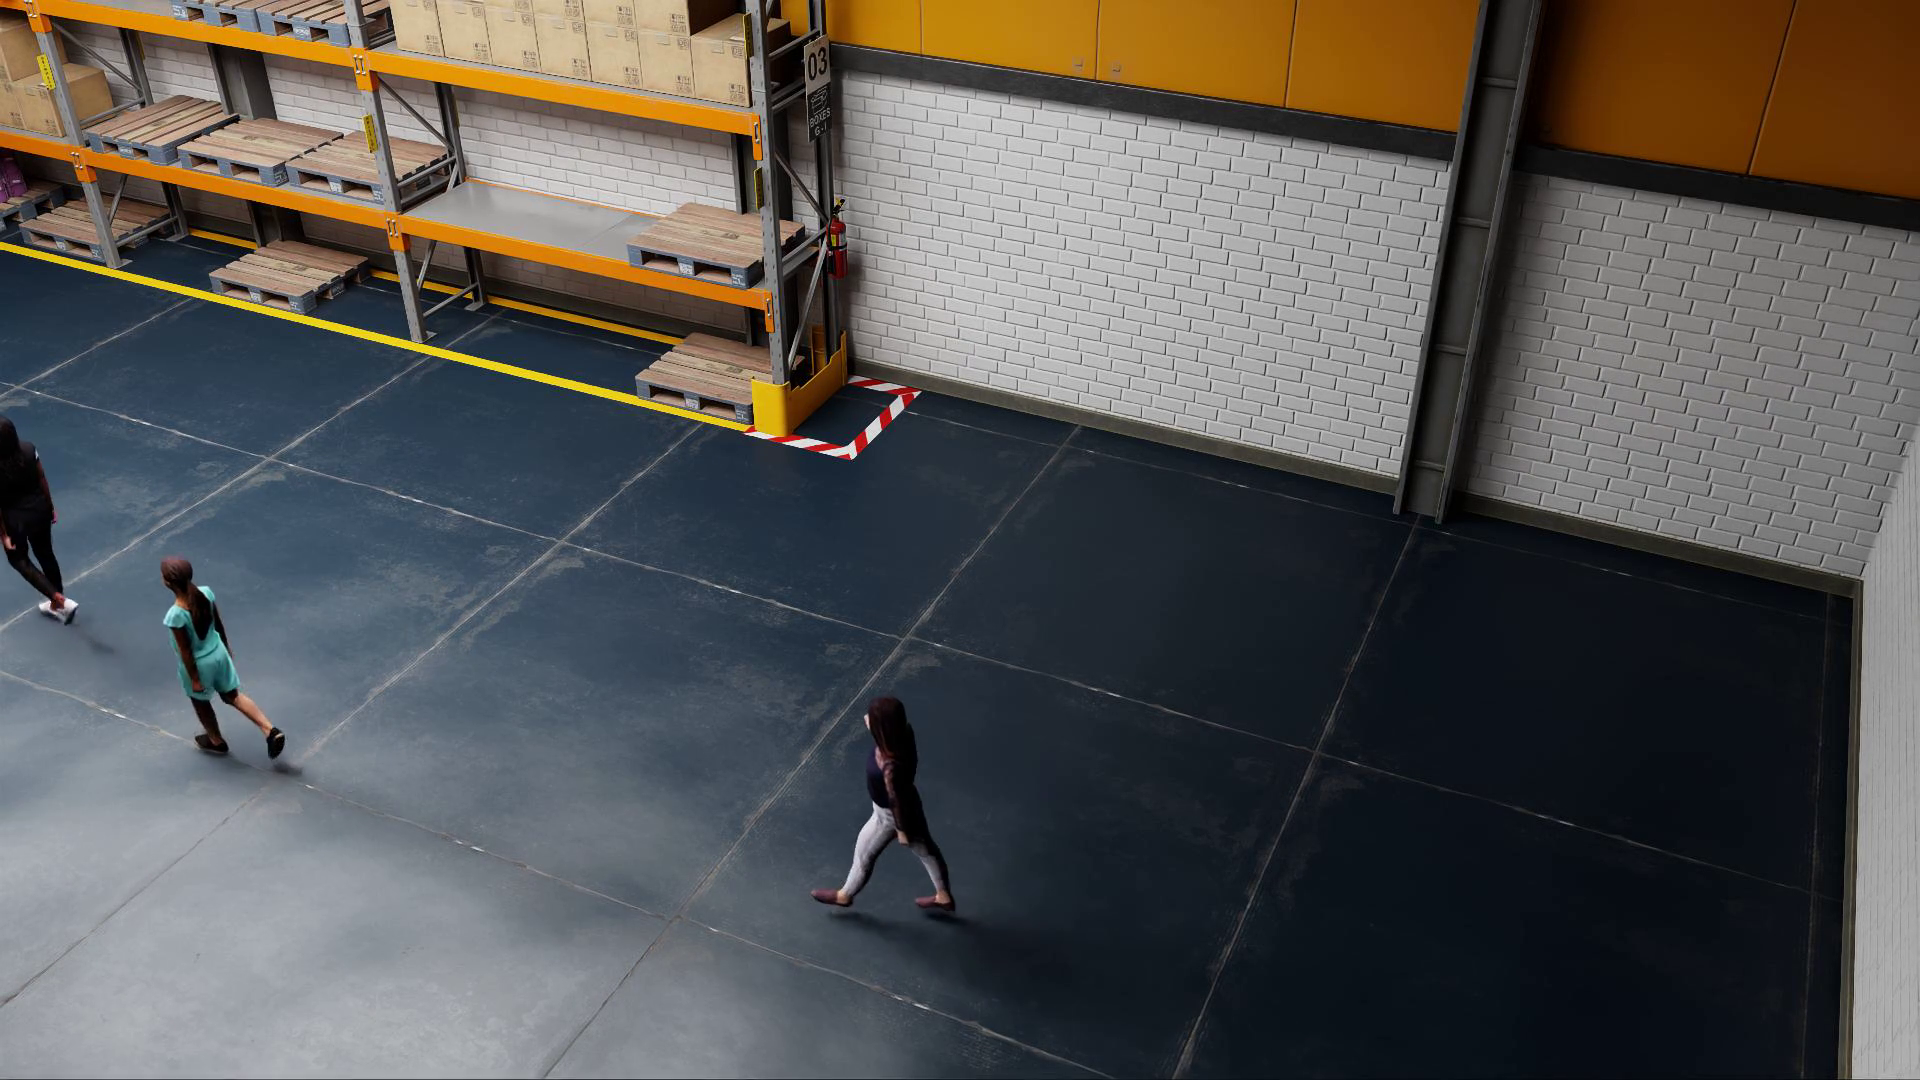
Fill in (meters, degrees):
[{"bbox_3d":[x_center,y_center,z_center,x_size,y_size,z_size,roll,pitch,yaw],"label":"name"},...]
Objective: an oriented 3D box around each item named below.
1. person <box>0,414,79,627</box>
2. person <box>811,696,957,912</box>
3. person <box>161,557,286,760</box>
[{"bbox_3d":[-6.482,-0.115,11.627,0.881,1.715,0.670,19,38,27],"label":"person"},{"bbox_3d":[-0.301,1.523,9.303,1.114,1.561,0.768,7,34,10],"label":"person"},{"bbox_3d":[-4.676,0.781,10.438,0.969,1.540,0.576,13,36,18],"label":"person"}]
